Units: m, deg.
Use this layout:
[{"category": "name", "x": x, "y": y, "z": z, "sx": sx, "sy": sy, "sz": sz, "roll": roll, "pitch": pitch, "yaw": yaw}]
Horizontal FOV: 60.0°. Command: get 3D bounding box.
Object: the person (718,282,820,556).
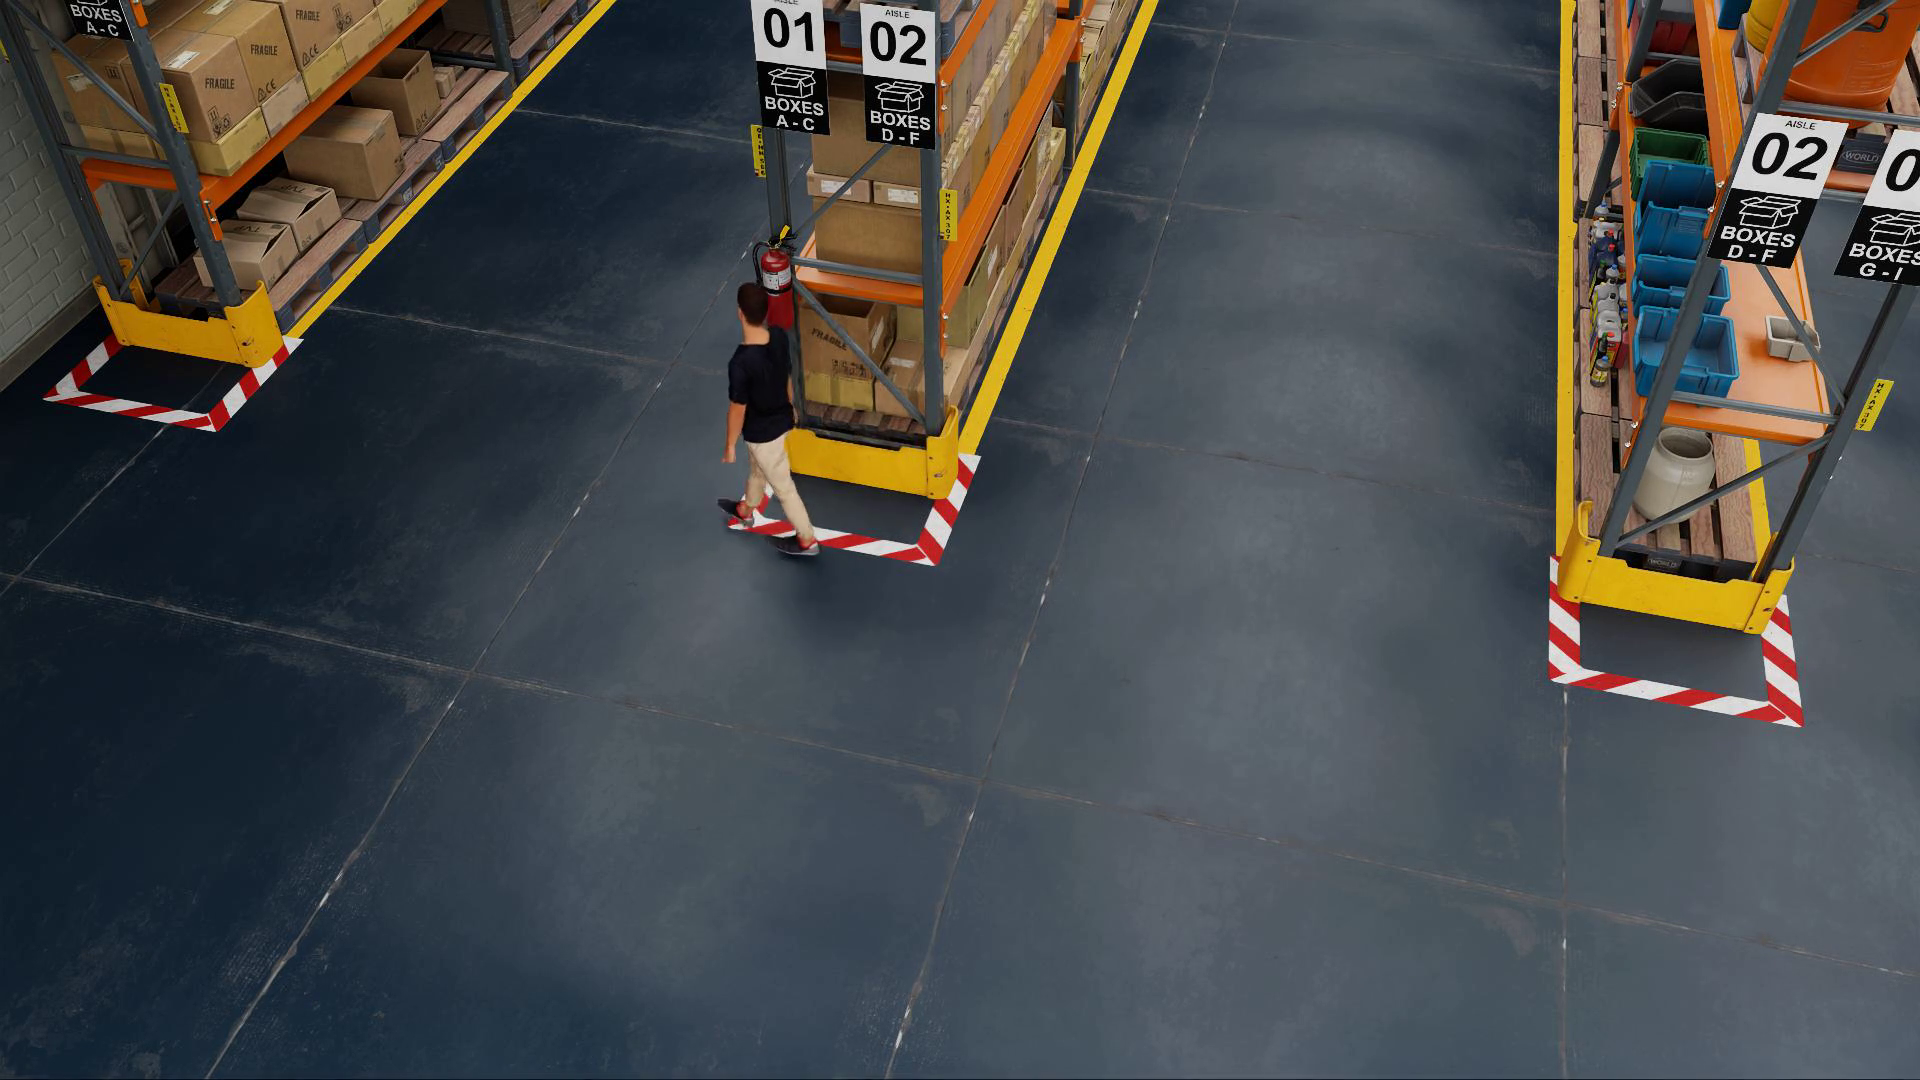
[{"category": "person", "x": -1.016, "y": -0.604, "z": 9.562, "sx": 0.832, "sy": 1.811, "sz": 0.960, "roll": 16, "pitch": 45, "yaw": 16}]
